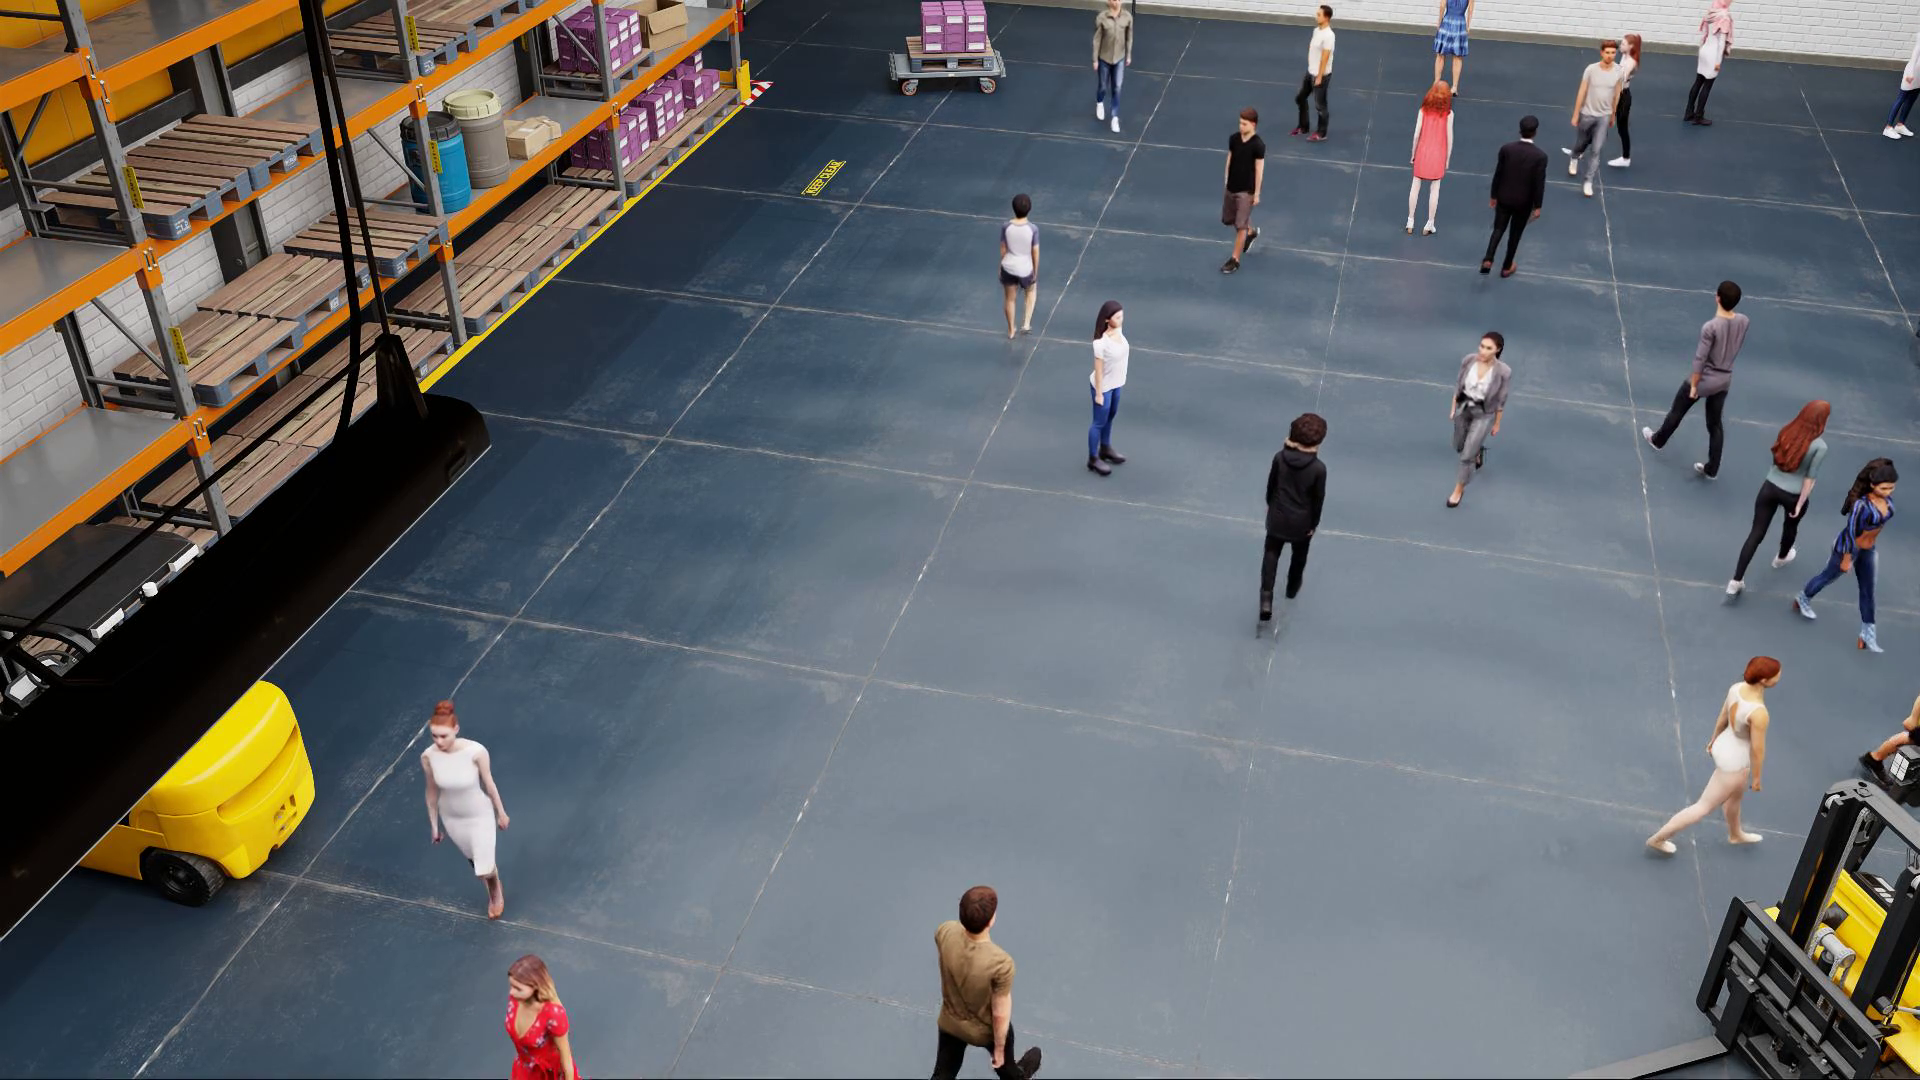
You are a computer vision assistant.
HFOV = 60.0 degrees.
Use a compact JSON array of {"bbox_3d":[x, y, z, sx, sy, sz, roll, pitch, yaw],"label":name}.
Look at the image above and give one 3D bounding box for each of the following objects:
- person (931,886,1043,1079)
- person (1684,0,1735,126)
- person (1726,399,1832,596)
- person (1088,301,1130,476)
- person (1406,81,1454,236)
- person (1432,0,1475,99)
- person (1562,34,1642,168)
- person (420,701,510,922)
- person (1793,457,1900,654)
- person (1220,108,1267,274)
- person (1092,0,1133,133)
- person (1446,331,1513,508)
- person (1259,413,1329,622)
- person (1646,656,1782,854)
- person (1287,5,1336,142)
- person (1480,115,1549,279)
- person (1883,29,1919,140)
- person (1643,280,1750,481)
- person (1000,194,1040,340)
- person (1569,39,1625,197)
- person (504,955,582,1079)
[{"bbox_3d":[0.001,2.616,8.807,0.986,1.800,1.353,22,39,29],"label":"person"},{"bbox_3d":[10.213,-6.573,22.629,0.772,1.803,0.659,-6,34,-8],"label":"person"},{"bbox_3d":[6.521,-0.306,13.303,1.253,1.689,1.035,-25,41,-33],"label":"person"},{"bbox_3d":[1.301,-1.380,14.925,0.706,1.681,0.547,17,37,24],"label":"person"},{"bbox_3d":[5.490,-4.459,19.426,0.635,1.827,0.579,16,37,23],"label":"person"},{"bbox_3d":[6.974,-7.181,23.540,0.691,1.805,0.609,12,36,18],"label":"person"},{"bbox_3d":[8.497,-5.557,21.185,0.738,1.709,1.055,5,34,8],"label":"person"},{"bbox_3d":[-2.997,1.654,10.269,0.654,1.782,0.682,2,34,3],"label":"person"},{"bbox_3d":[6.840,0.063,12.854,1.032,1.572,1.133,-16,37,-22],"label":"person"},{"bbox_3d":[3.225,-3.947,18.639,1.101,1.846,0.966,-27,42,-35],"label":"person"},{"bbox_3d":[2.029,-6.559,22.564,1.005,1.850,1.257,-4,34,-6],"label":"person"},{"bbox_3d":[4.535,-1.095,14.522,0.885,1.654,1.052,27,42,34],"label":"person"},{"bbox_3d":[2.573,-0.157,13.020,0.717,1.754,1.124,13,36,19],"label":"person"},{"bbox_3d":[4.904,1.438,10.755,0.831,1.606,1.051,-1,34,-1],"label":"person"},{"bbox_3d":[4.838,-6.181,22.052,0.879,1.788,0.816,-11,35,-16],"label":"person"},{"bbox_3d":[6.079,-3.728,18.287,0.898,1.870,1.004,22,39,29],"label":"person"},{"bbox_3d":[12.762,-6.253,22.174,0.695,1.773,0.736,-14,36,-20],"label":"person"},{"bbox_3d":[6.734,-1.378,14.801,1.038,1.815,1.213,-8,34,-12],"label":"person"},{"bbox_3d":[0.597,-2.795,17.171,0.581,1.552,0.596,5,34,7],"label":"person"},{"bbox_3d":[7.875,-5.301,20.659,0.699,1.865,1.177,7,34,11],"label":"person"},{"bbox_3d":[-2.126,2.748,8.811,0.782,1.574,1.005,23,40,31],"label":"person"}]
